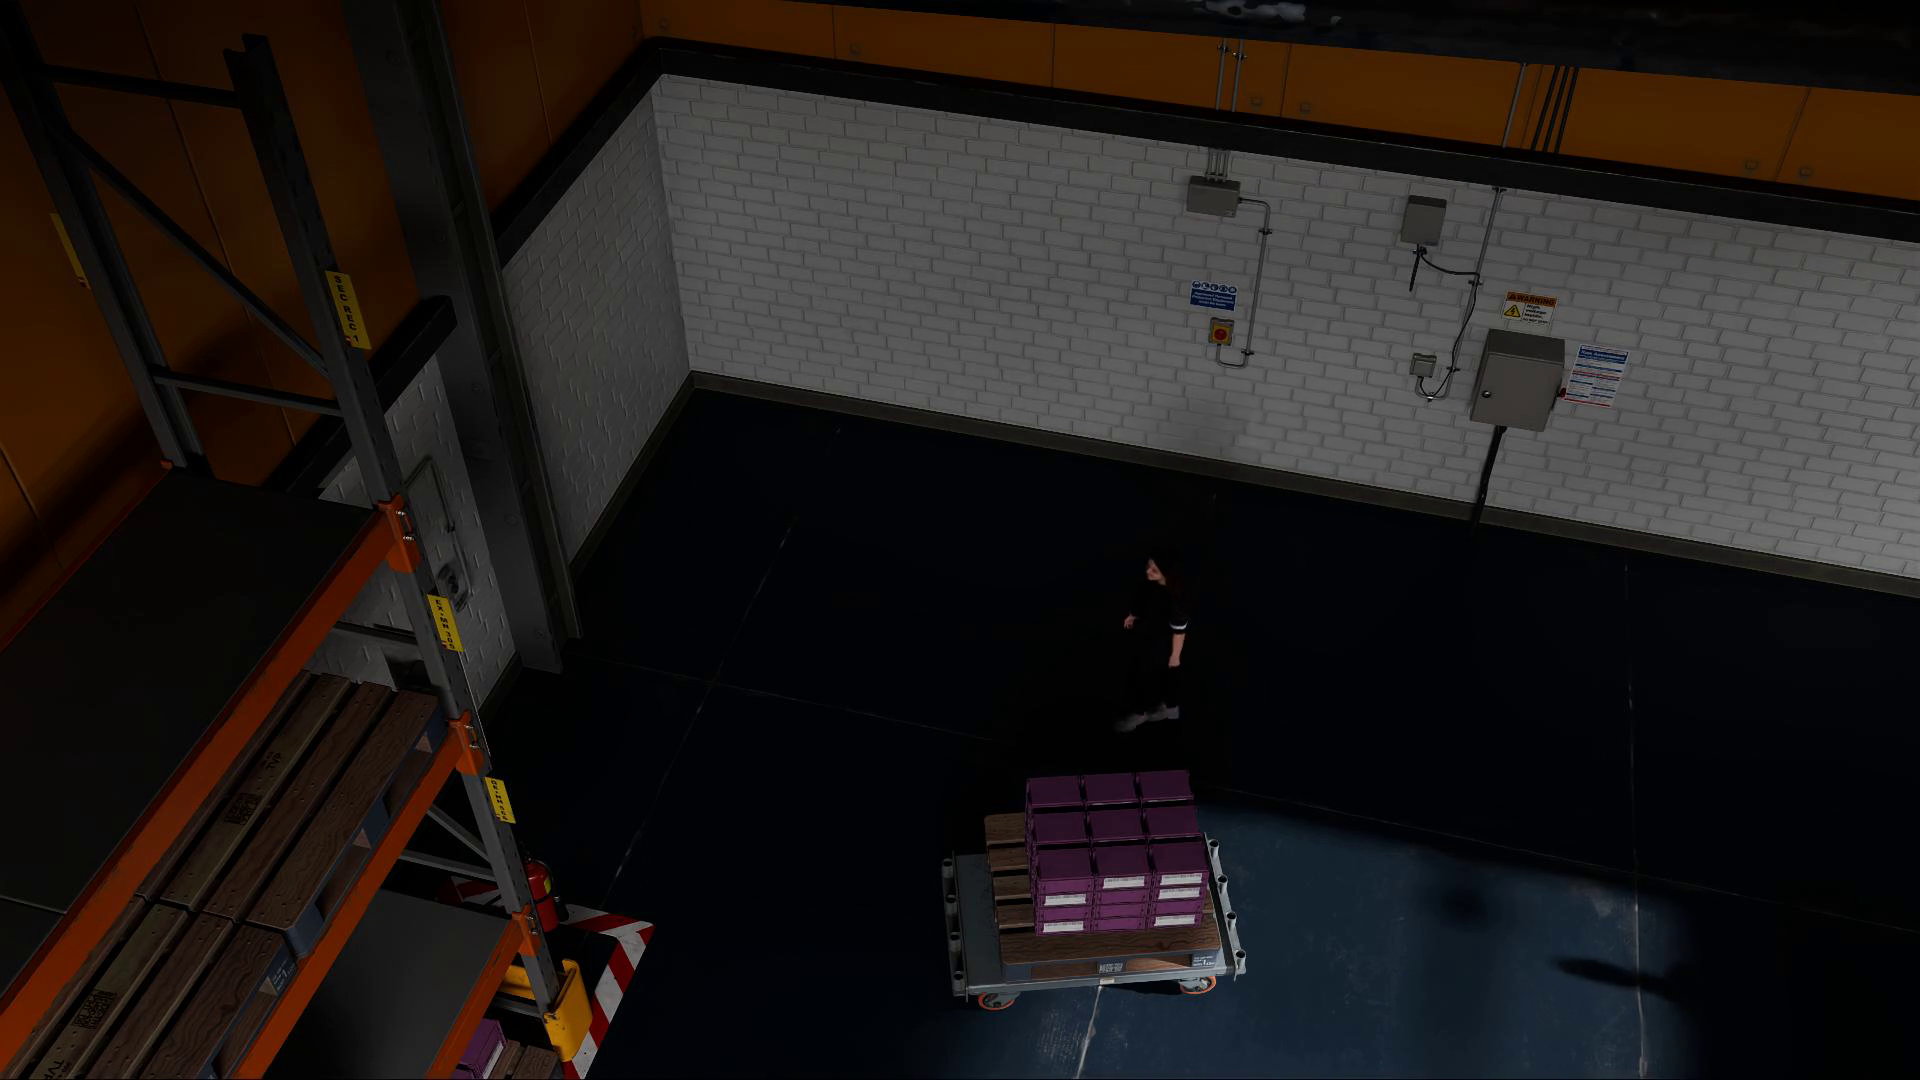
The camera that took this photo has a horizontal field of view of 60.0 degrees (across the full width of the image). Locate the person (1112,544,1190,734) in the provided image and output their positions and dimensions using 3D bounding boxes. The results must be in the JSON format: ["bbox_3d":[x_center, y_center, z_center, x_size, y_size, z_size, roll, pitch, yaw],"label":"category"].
[{"bbox_3d":[1.343,0.596,10.468,0.824,1.621,0.773,-6,44,-6],"label":"person"}]
